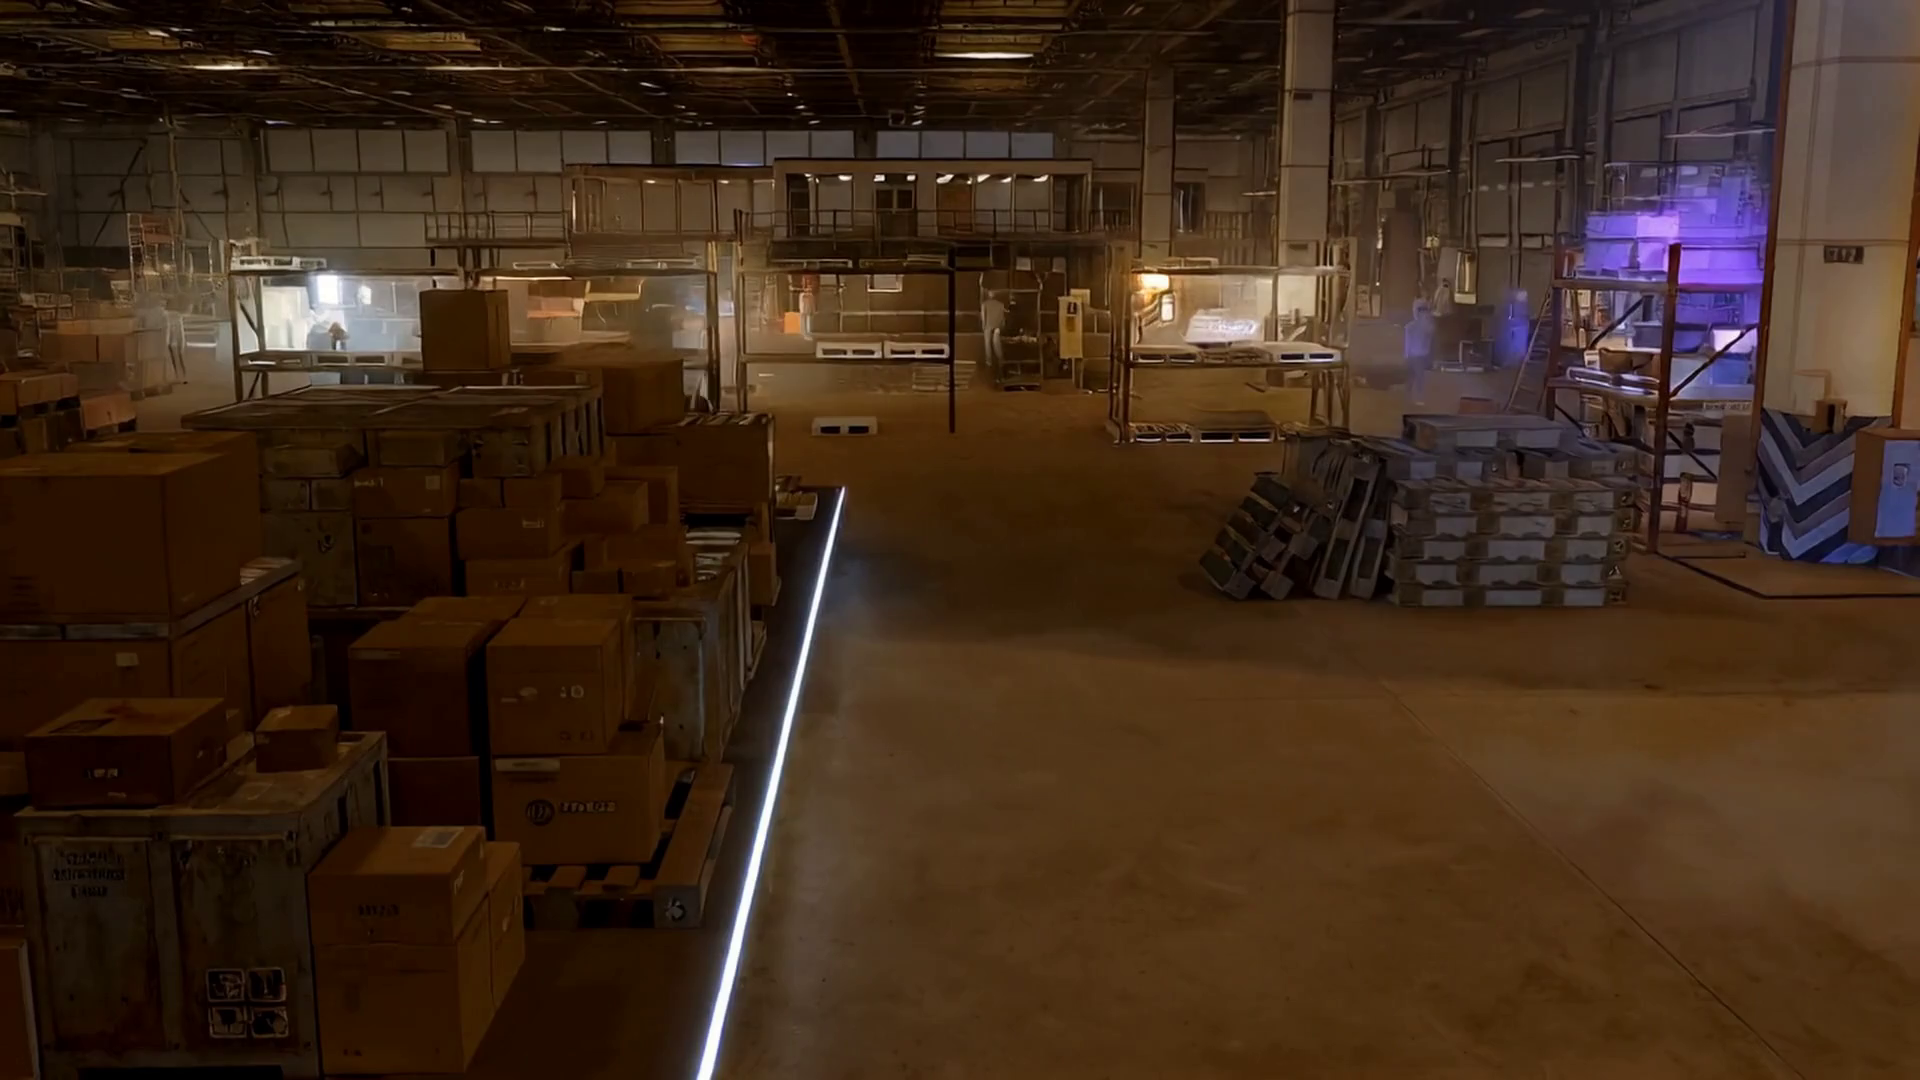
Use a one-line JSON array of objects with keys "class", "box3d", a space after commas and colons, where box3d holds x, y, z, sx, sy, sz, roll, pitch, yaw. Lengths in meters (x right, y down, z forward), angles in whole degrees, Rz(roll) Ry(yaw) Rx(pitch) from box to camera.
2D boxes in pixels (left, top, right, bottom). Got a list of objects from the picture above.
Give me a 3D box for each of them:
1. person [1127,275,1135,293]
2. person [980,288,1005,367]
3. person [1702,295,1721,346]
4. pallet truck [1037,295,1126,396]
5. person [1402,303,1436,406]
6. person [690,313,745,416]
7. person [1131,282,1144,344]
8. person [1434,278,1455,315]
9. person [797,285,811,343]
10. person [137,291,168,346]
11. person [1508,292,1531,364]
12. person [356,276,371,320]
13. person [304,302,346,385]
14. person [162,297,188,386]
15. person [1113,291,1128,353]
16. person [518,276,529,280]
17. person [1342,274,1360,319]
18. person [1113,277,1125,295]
[{"class": "person", "box3d": [6.307, -8.918, 61.290, 0.362, 1.935, 0.553, 2, 10, 12]}, {"class": "person", "box3d": [0.792, -5.126, 40.188, 0.637, 1.923, 0.612, -4, 11, -21]}, {"class": "person", "box3d": [15.915, -4.239, 35.264, 0.376, 1.923, 0.585, 10, 14, 43]}, {"class": "pallet truck", "box3d": [2.483, -3.881, 33.060, 1.885, 1.965, 0.823, -7, 13, -36]}, {"class": "person", "box3d": [8.511, -3.415, 30.848, 0.794, 1.904, 0.609, -8, 13, -38]}, {"class": "person", "box3d": [-4.179, -2.943, 28.295, 0.983, 1.827, 0.600, -5, 11, -25]}, {"class": "person", "box3d": [5.237, -6.783, 49.701, 0.431, 1.835, 0.624, 7, 12, 35]}, {"class": "person", "box3d": [14.501, -6.857, 49.811, 0.605, 1.936, 1.044, 1, 10, 5]}, {"class": "person", "box3d": [-4.696, -6.815, 50.164, 0.326, 1.731, 0.515, -10, 14, -43]}, {"class": "person", "box3d": [-17.669, -4.472, 36.461, 0.626, 1.955, 0.529, -6, 12, -29]}, {"class": "person", "box3d": [14.049, -5.336, 41.809, 0.615, 1.798, 0.901, -1, 10, -8]}, {"class": "person", "box3d": [-19.346, -7.592, 53.970, 0.390, 1.914, 0.587, 4, 11, 20]}, {"class": "person", "box3d": [-10.675, -2.970, 27.865, 0.689, 2.000, 0.537, 1, 10, 6]}, {"class": "person", "box3d": [-16.600, -4.193, 35.142, 0.328, 1.876, 0.513, 6, 12, 30]}, {"class": "person", "box3d": [3.925, -5.214, 40.900, 0.541, 1.848, 0.441, 9, 13, 41]}, {"class": "person", "box3d": [-19.369, -11.097, 73.816, 0.511, 1.812, 0.924, 1, 10, 8]}, {"class": "person", "box3d": [14.434, -8.911, 61.259, 0.645, 1.926, 0.612, -1, 10, -3]}, {"class": "person", "box3d": [6.671, -10.279, 69.047, 0.596, 1.871, 0.411, -2, 10, -9]}]
